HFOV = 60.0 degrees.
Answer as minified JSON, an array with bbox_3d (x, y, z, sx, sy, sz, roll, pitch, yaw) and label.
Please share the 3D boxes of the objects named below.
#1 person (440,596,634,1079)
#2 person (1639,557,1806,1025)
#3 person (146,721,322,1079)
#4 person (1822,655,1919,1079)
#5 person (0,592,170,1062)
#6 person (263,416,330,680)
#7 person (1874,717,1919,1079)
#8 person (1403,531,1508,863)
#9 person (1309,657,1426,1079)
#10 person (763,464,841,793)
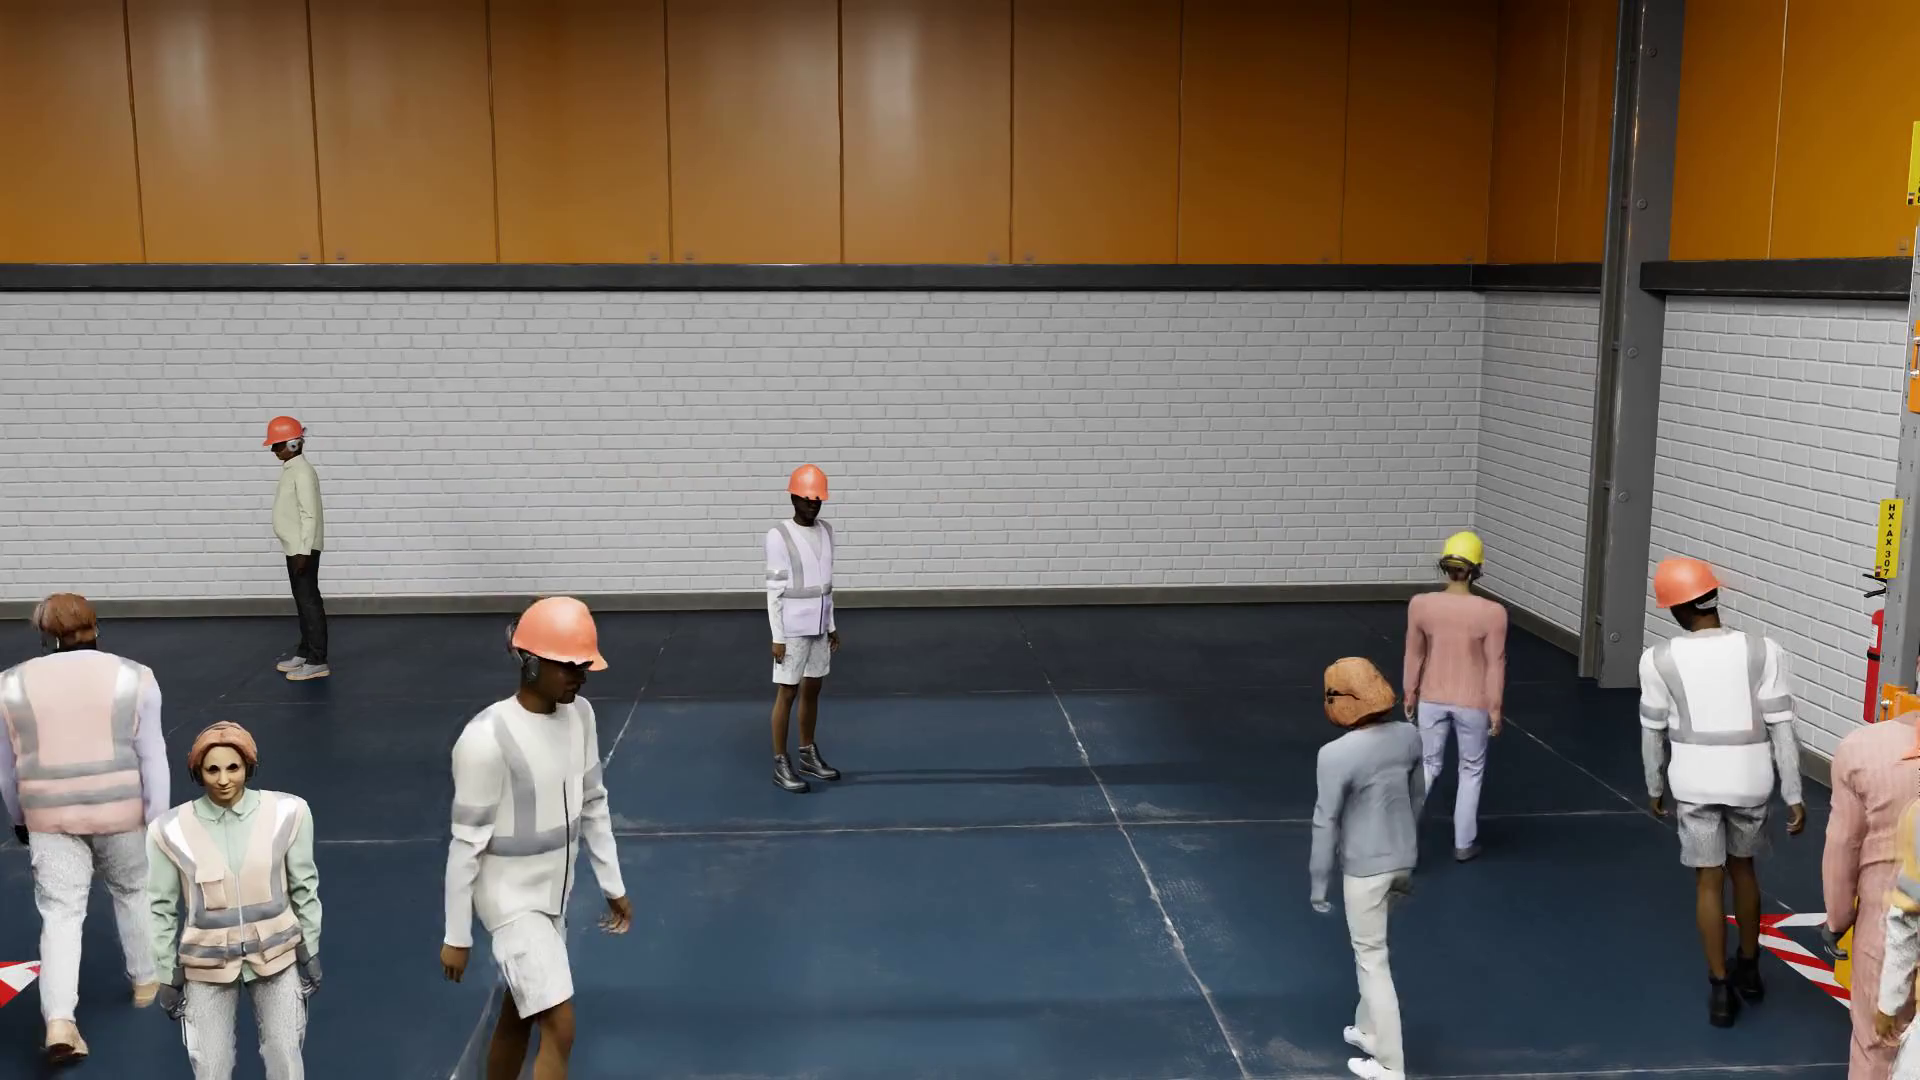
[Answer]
[{"bbox_3d":[-1.301,1.178,5.415,0.838,2.002,0.641,3,10,20],"label":"person"},{"bbox_3d":[3.125,1.010,6.885,0.634,1.872,0.647,3,9,17],"label":"person"},{"bbox_3d":[-2.322,1.376,5.365,0.509,1.629,0.316,-5,10,-27],"label":"person"},{"bbox_3d":[3.128,1.242,5.349,0.644,1.903,0.400,6,11,33],"label":"person"},{"bbox_3d":[-3.459,1.105,6.578,0.623,1.801,0.893,-4,10,-22],"label":"person"},{"bbox_3d":[-4.997,0.056,12.536,0.393,1.986,0.611,-5,10,-30],"label":"person"},{"bbox_3d":[2.888,1.363,4.591,0.470,1.915,0.735,-4,10,-24],"label":"person"},{"bbox_3d":[2.475,0.830,8.440,0.531,1.750,0.653,7,11,36],"label":"person"},{"bbox_3d":[1.524,1.235,6.296,0.525,1.603,0.568,-5,11,-31],"label":"person"},{"bbox_3d":[-0.905,0.511,9.841,0.376,1.934,0.548,7,11,37],"label":"person"}]
